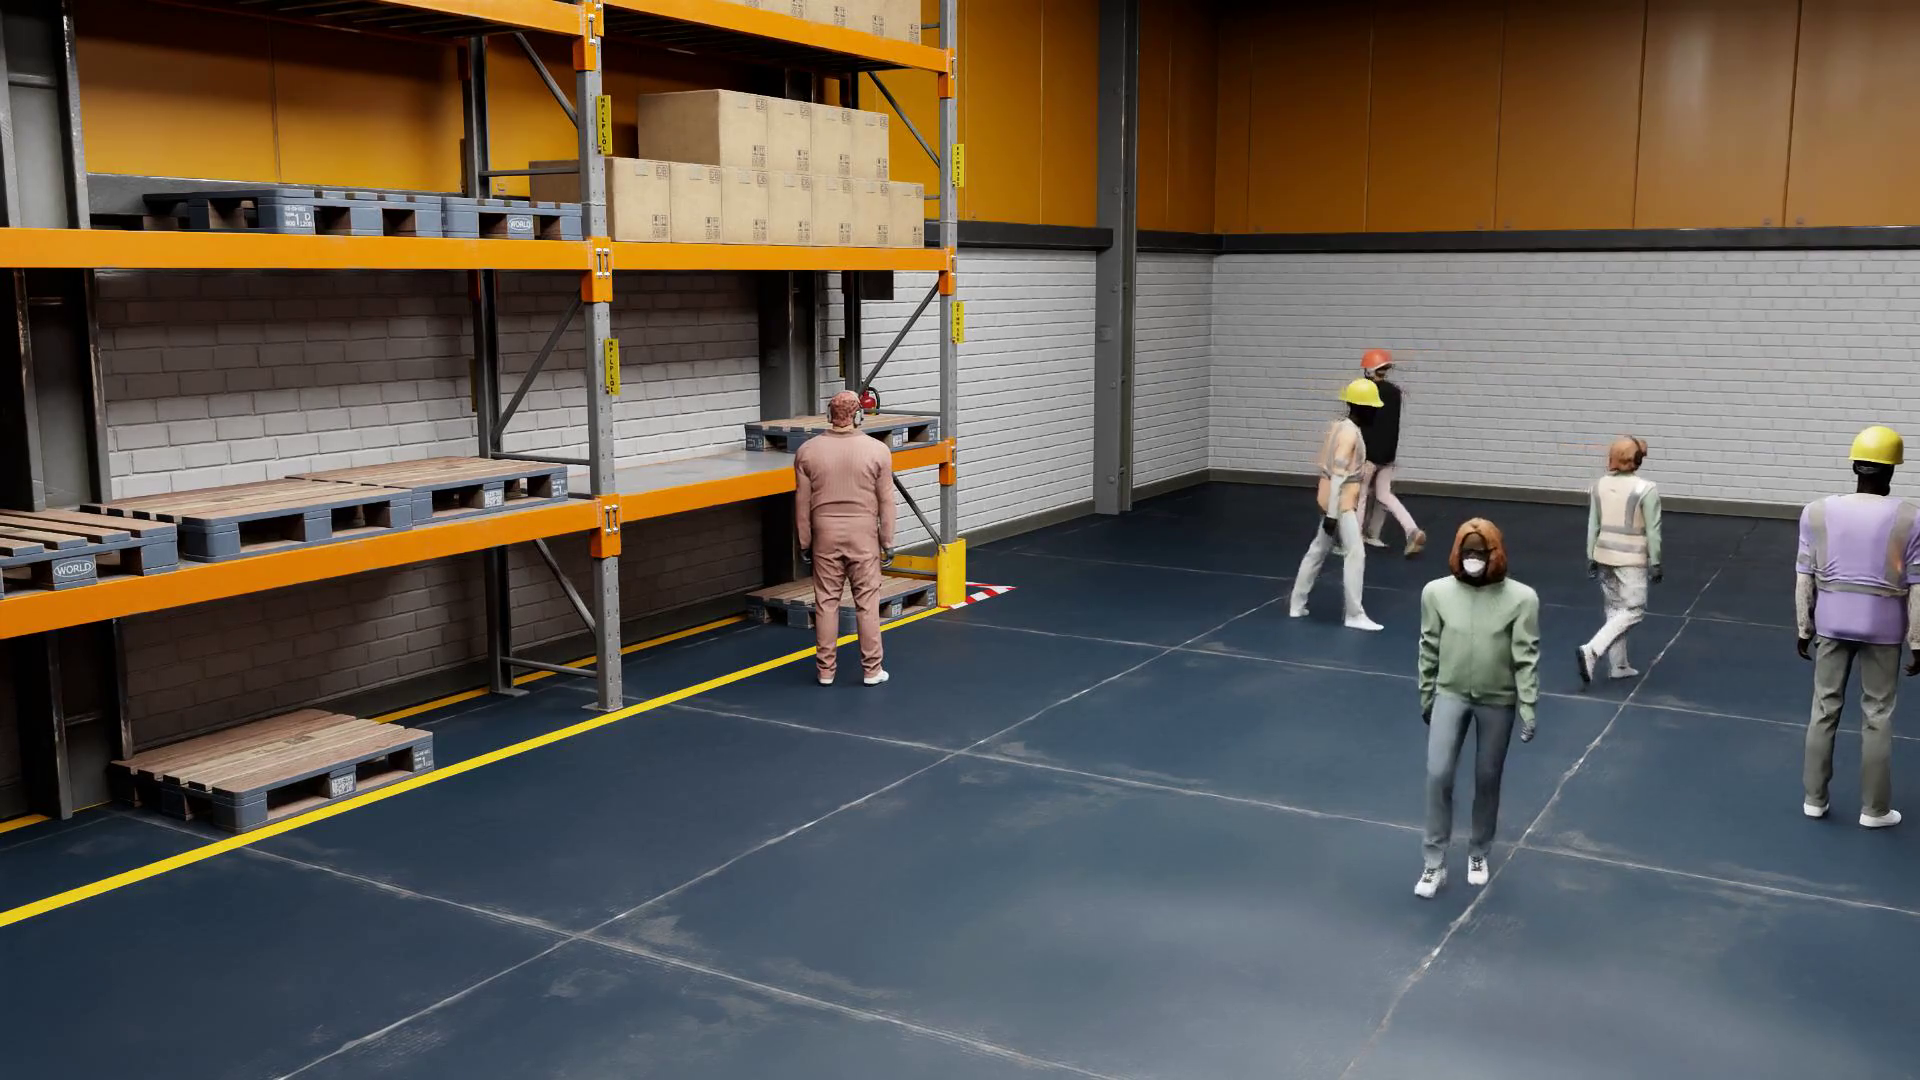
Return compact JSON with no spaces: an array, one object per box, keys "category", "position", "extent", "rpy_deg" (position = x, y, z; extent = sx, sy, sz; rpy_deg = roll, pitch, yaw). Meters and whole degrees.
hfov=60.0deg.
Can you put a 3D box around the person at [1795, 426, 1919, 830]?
[{"category":"person","position":[4.304,0.427,7.955],"extent":[0.595,1.935,0.388],"rpy_deg":[8,12,41]}]

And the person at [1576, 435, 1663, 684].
[{"category":"person","position":[4.206,0.138,10.662],"extent":[0.646,1.617,0.521],"rpy_deg":[-4,10,-25]}]

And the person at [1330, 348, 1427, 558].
[{"category":"person","position":[3.887,-0.793,15.398],"extent":[0.640,1.970,0.863],"rpy_deg":[-8,12,-42]}]

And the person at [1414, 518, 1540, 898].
[{"category":"person","position":[2.181,0.721,7.051],"extent":[0.515,1.611,0.661],"rpy_deg":[4,10,22]}]

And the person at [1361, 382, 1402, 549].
[{"category":"person","position":[4.024,-0.729,16.105],"extent":[0.414,1.613,0.560],"rpy_deg":[1,9,7]}]

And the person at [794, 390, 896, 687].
[{"category":"person","position":[-0.727,-0.005,10.674],"extent":[0.644,1.907,0.400],"rpy_deg":[1,9,6]}]

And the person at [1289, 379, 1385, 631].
[{"category":"person","position":[2.830,-0.278,12.520],"extent":[0.699,1.878,0.648],"rpy_deg":[1,9,9]}]
